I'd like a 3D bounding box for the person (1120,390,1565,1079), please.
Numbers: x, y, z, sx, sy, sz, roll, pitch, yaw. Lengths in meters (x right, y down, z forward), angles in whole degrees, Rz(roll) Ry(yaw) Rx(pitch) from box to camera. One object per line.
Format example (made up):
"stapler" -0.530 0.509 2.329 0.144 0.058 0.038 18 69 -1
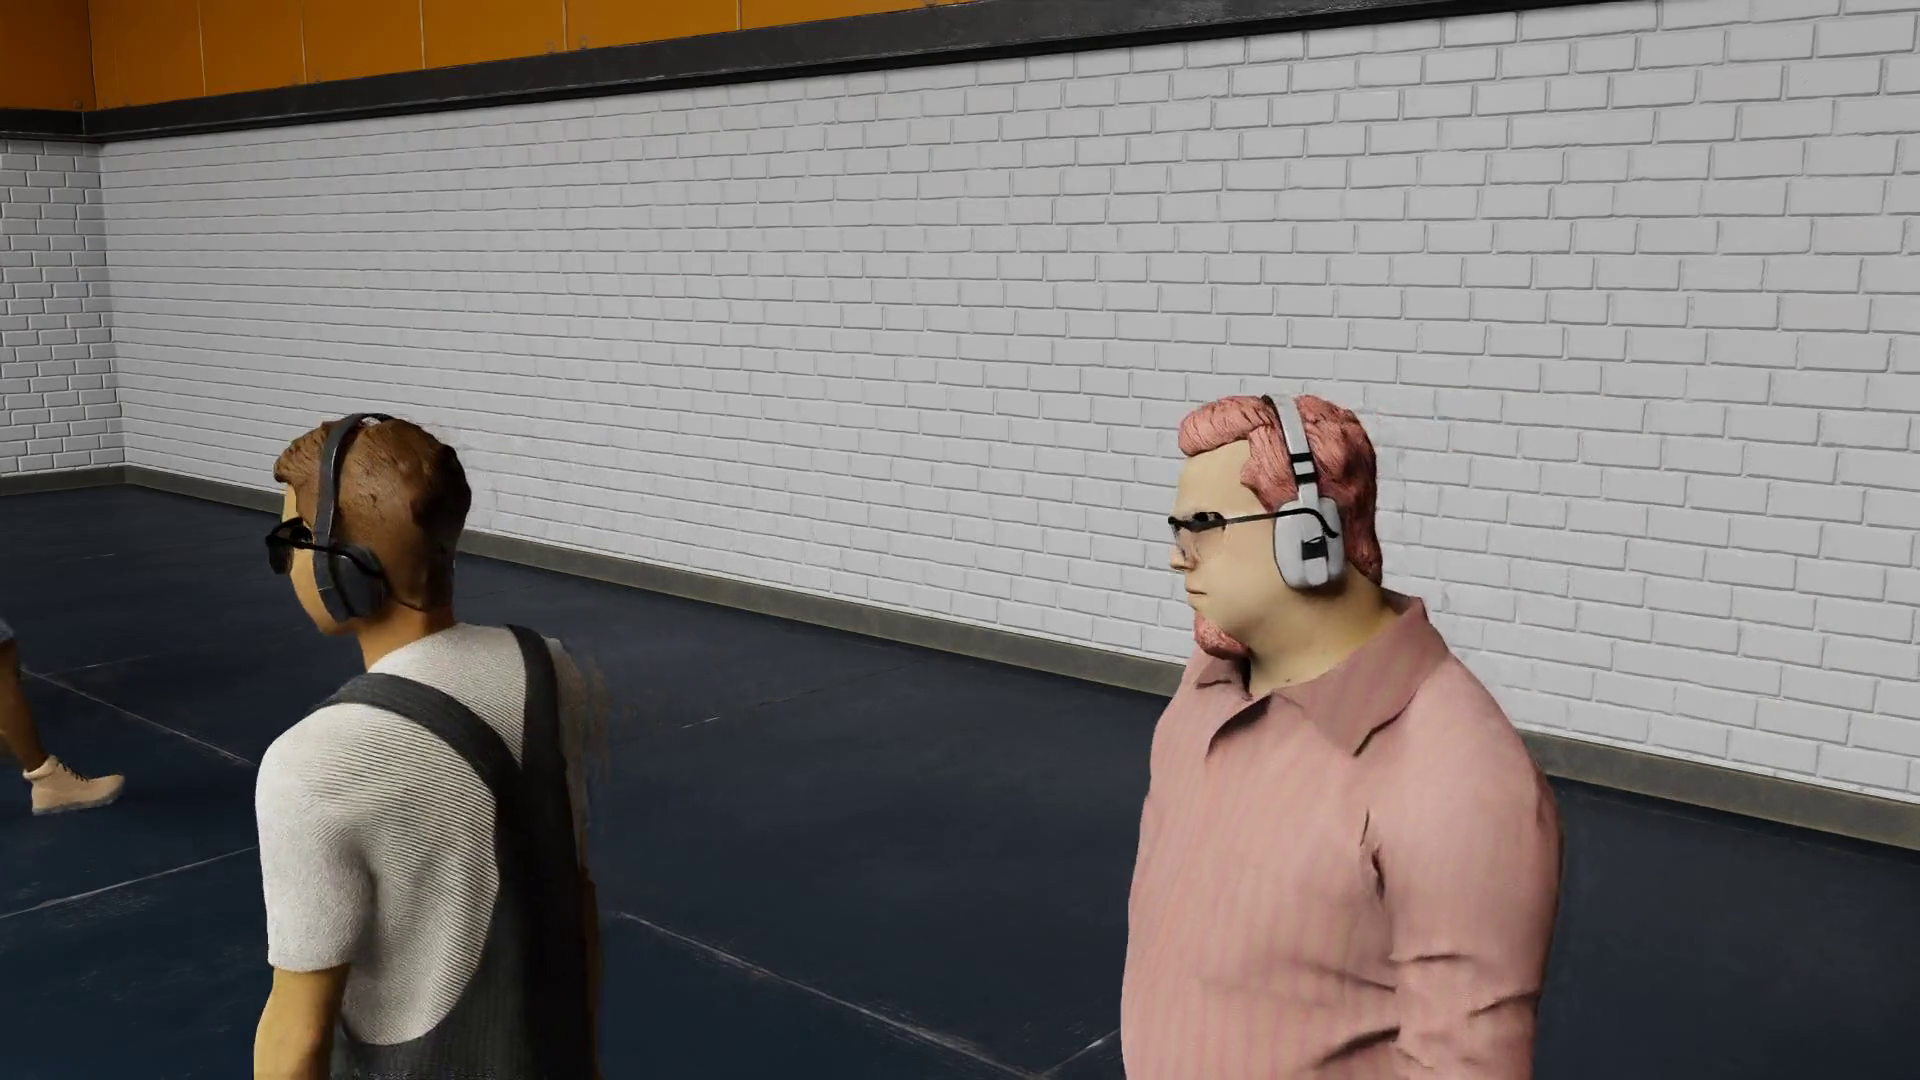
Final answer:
"person" 0.470 0.753 1.996 0.815 1.876 0.657 -3 11 -19

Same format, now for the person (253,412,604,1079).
"person" -0.660 0.749 2.123 0.433 1.824 0.540 4 11 21

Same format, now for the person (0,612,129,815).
"person" -3.566 0.041 5.707 1.037 2.001 0.627 -8 13 -38
